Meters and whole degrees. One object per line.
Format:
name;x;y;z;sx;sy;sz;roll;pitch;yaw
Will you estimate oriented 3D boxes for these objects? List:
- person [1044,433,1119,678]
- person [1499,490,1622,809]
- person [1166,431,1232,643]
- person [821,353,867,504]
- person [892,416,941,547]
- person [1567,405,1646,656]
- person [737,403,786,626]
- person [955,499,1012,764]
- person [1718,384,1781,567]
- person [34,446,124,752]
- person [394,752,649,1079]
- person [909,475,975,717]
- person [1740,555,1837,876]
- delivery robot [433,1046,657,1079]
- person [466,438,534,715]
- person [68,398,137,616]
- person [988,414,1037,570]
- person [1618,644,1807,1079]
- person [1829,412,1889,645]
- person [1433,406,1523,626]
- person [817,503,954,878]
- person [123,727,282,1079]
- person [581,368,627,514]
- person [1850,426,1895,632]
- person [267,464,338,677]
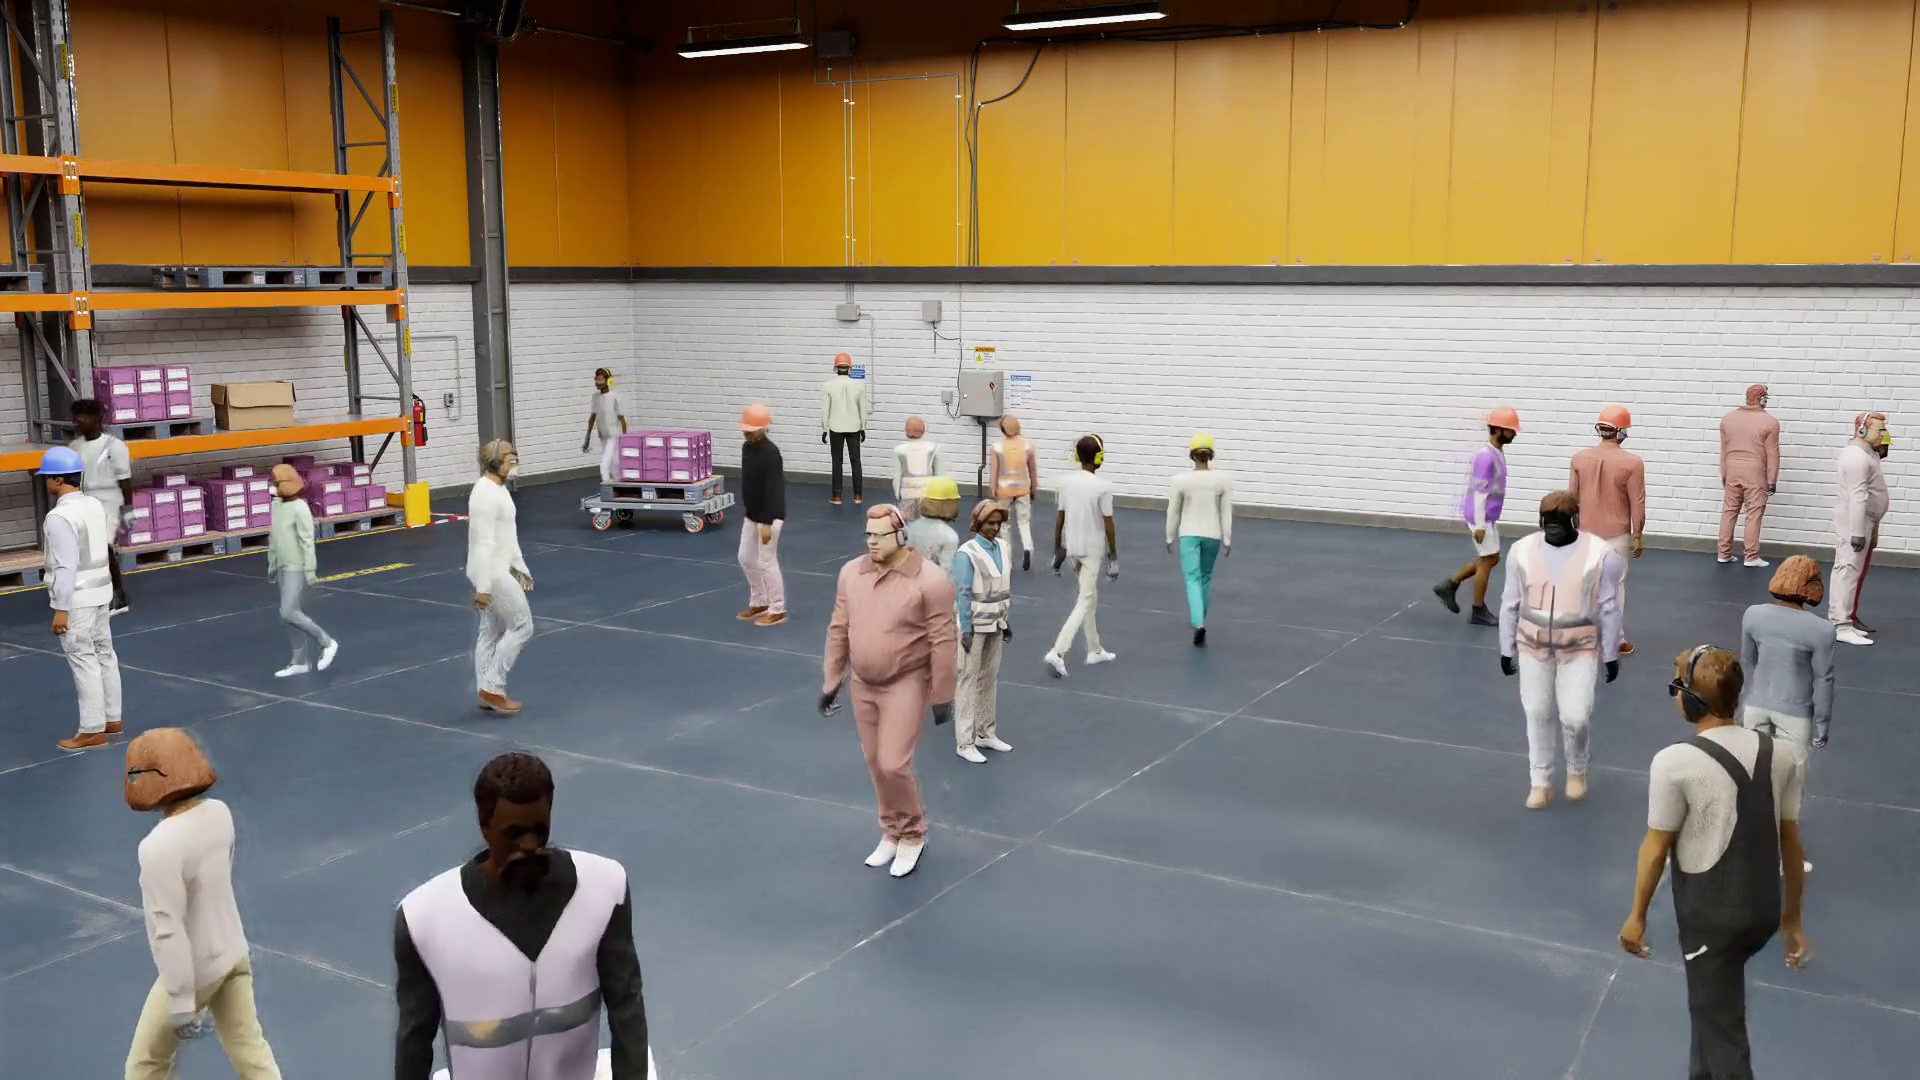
person;0.915;0.107;12.627;0.540;1.838;0.922;9;12;43
person;3.362;0.626;9.379;0.657;1.827;0.452;6;11;32
person;1.991;-0.030;13.769;0.529;1.736;0.843;-1;9;-4
person;-1.528;-1.465;21.905;0.611;1.996;0.387;-2;9;-13
person;-0.433;-0.454;16.807;0.502;1.604;0.774;-1;9;-4
person;5.147;-0.078;13.248;0.394;1.992;0.622;-9;13;-44
person;-1.702;-0.207;14.207;0.522;1.945;0.661;-6;11;-32
person;0.150;0.554;10.413;0.315;1.638;0.515;6;11;35
person;8.188;-0.666;17.229;0.403;1.900;0.637;-6;11;-34
person;-5.616;0.372;10.589;0.404;1.945;0.616;-1;9;-4
person;-1.077;1.441;4.185;0.584;1.865;0.963;-6;11;-33
person;-0.204;0.415;11.085;0.490;1.700;0.890;9;13;44
person;4.169;0.880;8.423;0.283;1.624;0.494;-6;11;-32
delivery robot;-1.350;1.844;5.441;0.707;0.478;0.477;-3;9;-16
person;-3.146;0.261;11.396;0.478;1.918;0.623;-3;9;-16
person;-7.610;-0.266;14.561;0.647;1.940;0.712;4;10;21
person;0.558;-0.464;16.853;0.526;1.617;0.620;-2;9;-14
person;2.490;1.246;5.558;0.514;1.808;0.736;-3;10;-20
person;7.411;-0.105;13.706;0.400;1.905;0.643;4;10;25
person;4.488;-0.209;14.330;0.635;1.910;0.587;5;10;26
person;-0.388;0.753;8.397;0.647;1.886;0.515;6;11;35
person;-2.547;1.387;5.356;0.845;1.583;0.515;1;9;5
person;-4.515;-1.250;21.063;0.493;1.839;0.873;7;12;39
person;7.694;-0.101;14.143;0.349;1.759;0.522;1;9;9
person;-5.002;0.232;12.483;0.389;1.625;0.511;-9;13;-44
